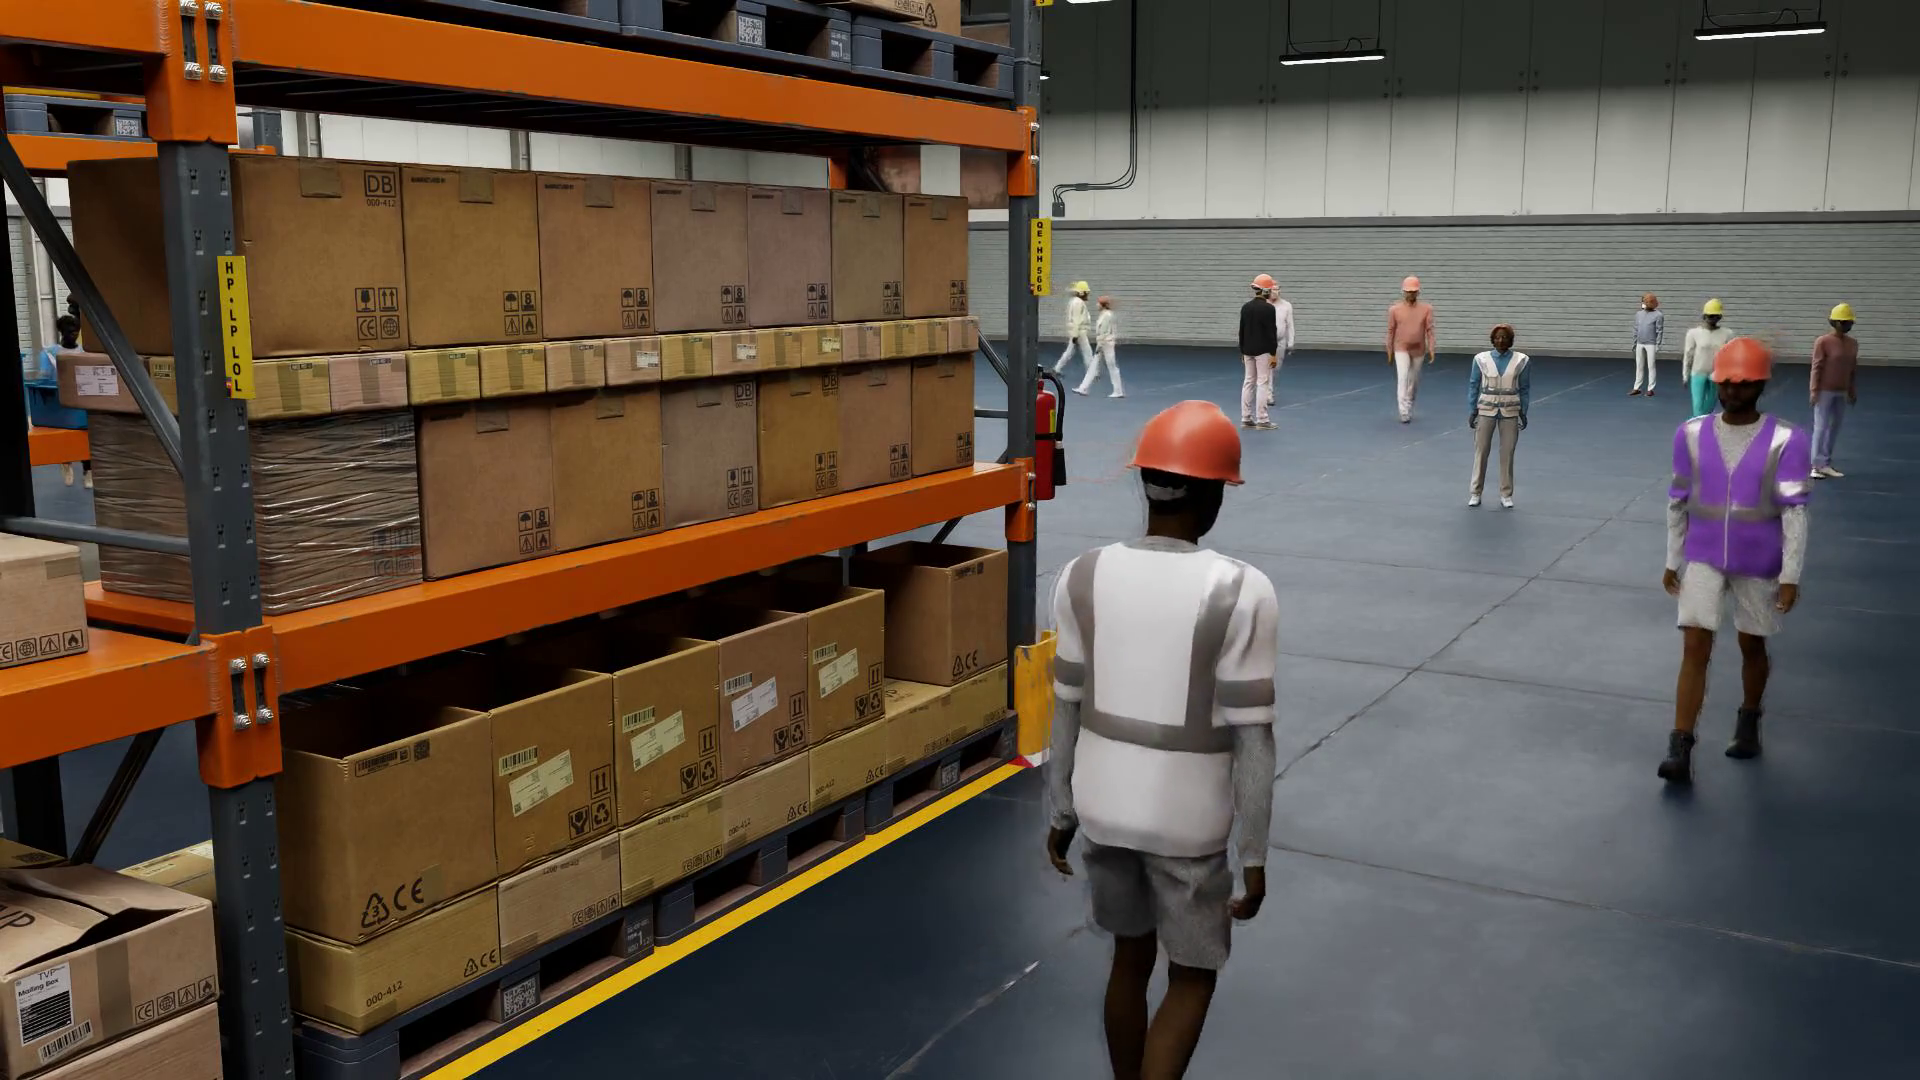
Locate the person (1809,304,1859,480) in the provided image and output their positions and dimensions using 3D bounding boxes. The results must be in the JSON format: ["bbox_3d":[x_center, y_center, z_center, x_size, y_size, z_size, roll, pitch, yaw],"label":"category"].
[{"bbox_3d":[8.742,-1.481,16.679,0.585,1.752,0.430,-3,10,-17],"label":"person"}]

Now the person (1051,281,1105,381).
[{"bbox_3d":[2.089,-3.739,29.779,0.963,1.783,0.593,0,10,0],"label":"person"}]

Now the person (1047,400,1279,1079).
[{"bbox_3d":[0.413,0.640,3.792,0.581,1.908,0.703,6,11,30],"label":"person"}]

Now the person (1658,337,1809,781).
[{"bbox_3d":[3.309,0.079,7.141,0.587,1.885,0.998,7,12,37],"label":"person"}]

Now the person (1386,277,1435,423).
[{"bbox_3d":[6.078,-2.574,22.483,0.603,1.958,1.003,1,10,5],"label":"person"}]

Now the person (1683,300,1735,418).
[{"bbox_3d":[8.514,-1.850,18.883,0.541,1.718,0.899,2,10,13],"label":"person"}]

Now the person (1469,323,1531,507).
[{"bbox_3d":[4.786,-1.105,14.782,0.516,1.640,0.314,3,10,16],"label":"person"}]

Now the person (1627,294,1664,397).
[{"bbox_3d":[10.926,-3.099,26.471,0.280,1.633,0.498,-6,11,-32],"label":"person"}]

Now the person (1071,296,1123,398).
[{"bbox_3d":[2.181,-3.024,26.144,0.835,1.600,0.518,-1,10,-8],"label":"person"}]

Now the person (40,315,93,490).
[{"bbox_3d":[-8.421,-1.305,15.830,0.542,1.675,0.358,-7,12,-36],"label":"person"}]

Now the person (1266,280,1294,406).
[{"bbox_3d":[4.706,-2.990,25.165,0.652,1.873,0.937,-1,10,-5],"label":"person"}]

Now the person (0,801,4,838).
[{"bbox_3d":[-3.724,0.268,6.030,0.573,1.883,0.353,6,11,30],"label":"person"}]

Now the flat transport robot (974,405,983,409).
[{"bbox_3d":[-0.458,-1.913,23.511,1.431,0.197,0.652,-3,10,-19],"label":"flat transport robot"}]

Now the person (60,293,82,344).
[{"bbox_3d":[-9.729,-1.844,18.529,0.624,1.841,0.430,2,10,10],"label":"person"}]

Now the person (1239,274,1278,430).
[{"bbox_3d":[3.865,-2.417,21.425,0.395,1.992,0.622,-6,11,-32],"label":"person"}]
